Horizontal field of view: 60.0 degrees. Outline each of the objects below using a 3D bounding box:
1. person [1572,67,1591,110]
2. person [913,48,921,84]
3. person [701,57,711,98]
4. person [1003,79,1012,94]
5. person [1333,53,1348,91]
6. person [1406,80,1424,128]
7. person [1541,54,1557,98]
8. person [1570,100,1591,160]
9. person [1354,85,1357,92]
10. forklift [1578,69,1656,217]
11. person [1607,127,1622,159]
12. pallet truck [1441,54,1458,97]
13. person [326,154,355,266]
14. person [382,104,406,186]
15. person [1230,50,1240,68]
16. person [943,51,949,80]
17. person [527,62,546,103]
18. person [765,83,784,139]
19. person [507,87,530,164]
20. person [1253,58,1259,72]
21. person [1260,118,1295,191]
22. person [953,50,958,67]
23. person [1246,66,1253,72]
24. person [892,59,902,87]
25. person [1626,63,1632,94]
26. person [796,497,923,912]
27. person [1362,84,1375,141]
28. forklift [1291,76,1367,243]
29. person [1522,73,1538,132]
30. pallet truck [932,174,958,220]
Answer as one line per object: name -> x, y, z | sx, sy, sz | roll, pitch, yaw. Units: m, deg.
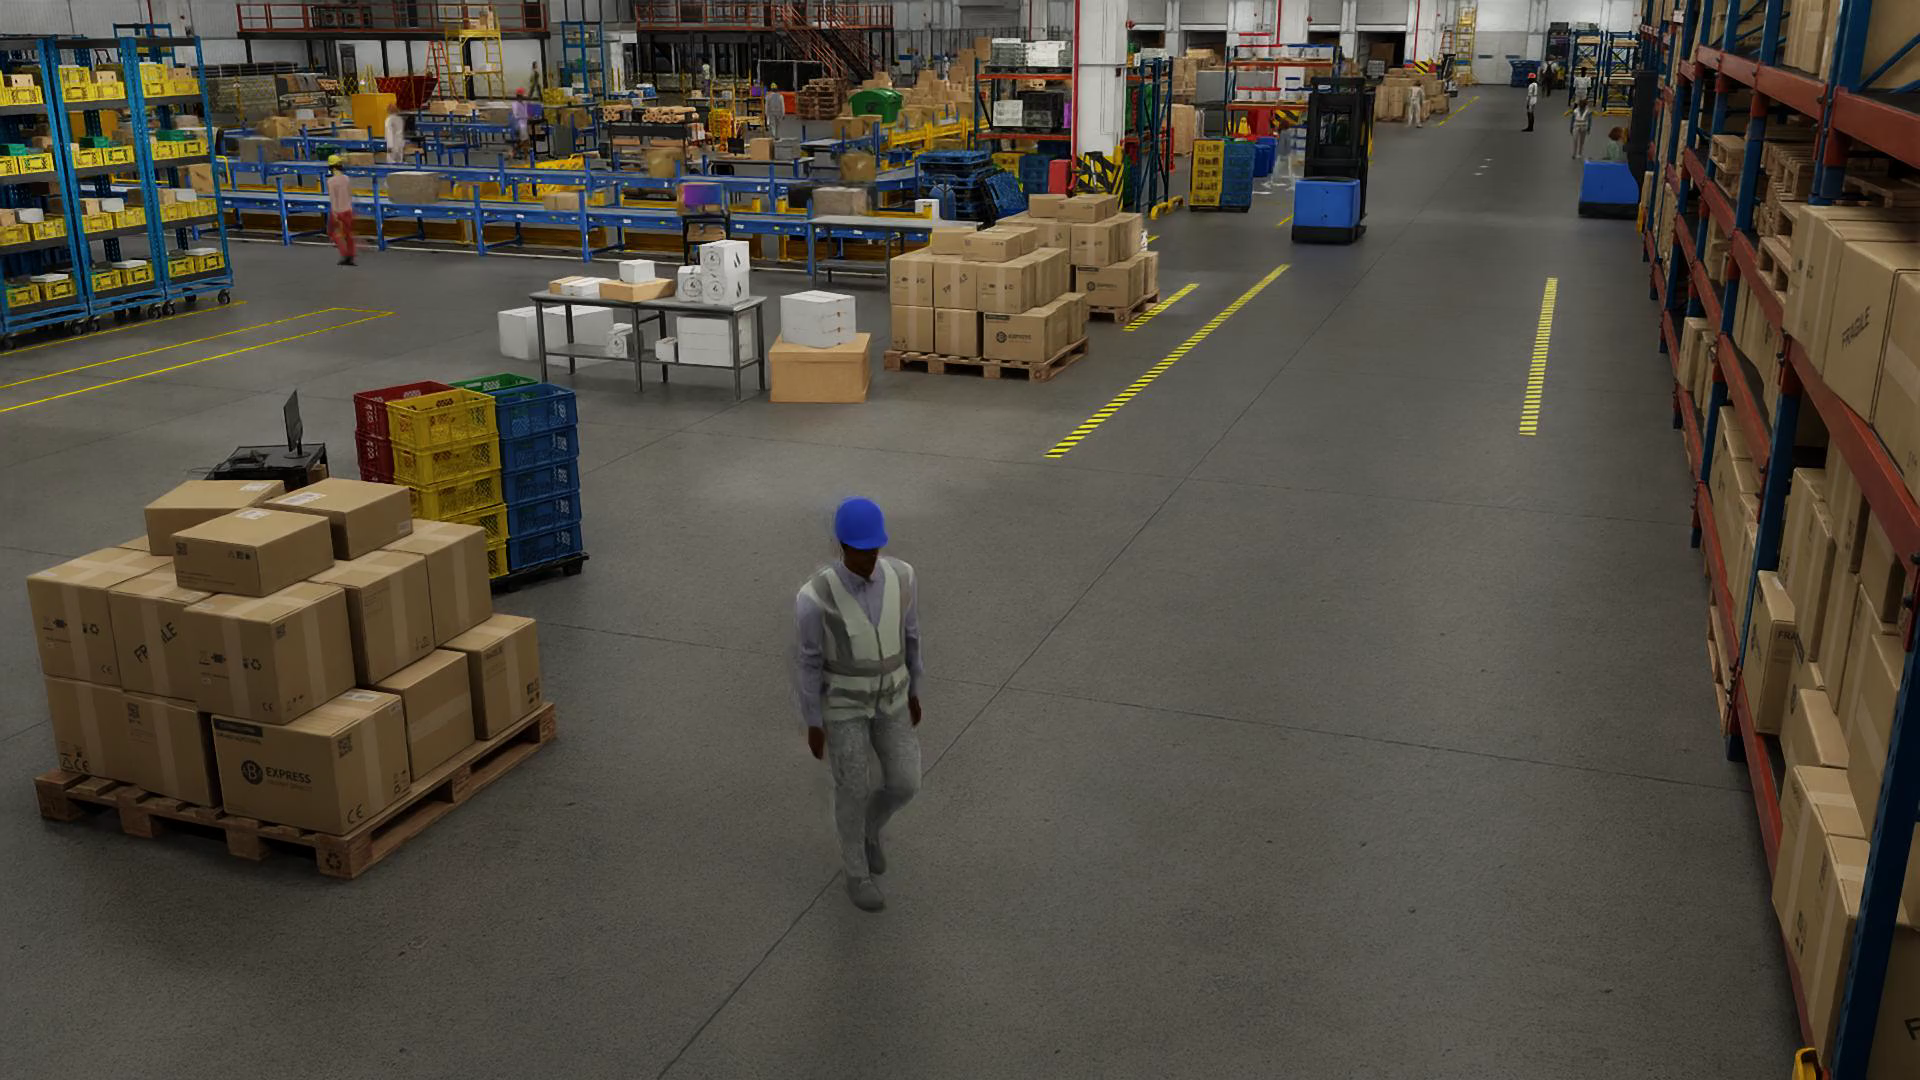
person -> 22.882, -16.427, 61.277 | 0.608, 1.960, 0.373 | 4, 18, 11
person -> -2.395, -26.185, 91.962 | 0.547, 1.938, 0.359 | 14, 22, 36
person -> -11.421, -20.691, 74.730 | 0.398, 1.920, 0.590 | 6, 19, 19
person -> 1.929, -18.047, 66.570 | 0.457, 1.829, 0.666 | -7, 19, -21
person -> 19.357, -23.809, 84.622 | 1.021, 1.871, 0.580 | 15, 23, 40
person -> 15.899, -15.191, 57.937 | 0.358, 1.619, 0.775 | -14, 23, -38
person -> 27.390, -21.593, 77.367 | 0.687, 2.000, 0.673 | 6, 19, 19
person -> 17.057, -11.286, 45.703 | 0.530, 1.596, 0.852 | 7, 19, 21
person -> 12.532, -13.612, 52.484 | 0.568, 1.916, 0.475 | -8, 19, -24
forklift -> 13.219, -7.740, 32.475 | 1.873, 2.768, 1.129 | 6, 19, 18
person -> 13.541, -7.777, 34.645 | 0.639, 1.618, 0.512 | 9, 20, 27
pallet truck -> 22.765, -21.886, 78.355 | 0.823, 1.965, 1.885 | -4, 18, -14
person -> -9.850, -5.228, 26.411 | 0.398, 1.750, 0.536 | 7, 19, 22
person -> -13.083, -9.175, 38.637 | 0.722, 1.870, 0.742 | 4, 18, 11
person -> 15.007, -25.760, 90.625 | 0.603, 1.938, 0.401 | -7, 19, -20
person -> -0.721, -24.750, 87.537 | 0.355, 1.887, 0.574 | -3, 18, -10
person -> -18.668, -20.095, 73.071 | 0.988, 1.802, 0.528 | 5, 18, 14
person -> -5.688, -13.120, 51.119 | 0.602, 1.816, 0.622 | -4, 18, -13
person -> -11.590, -10.876, 43.737 | 0.786, 2.023, 0.613 | 3, 18, 8
person -> 15.690, -24.778, 87.725 | 0.990, 1.819, 0.554 | 2, 18, 6
person -> 7.267, -8.720, 37.636 | 0.839, 1.585, 0.527 | 14, 22, 37
person -> -0.249, -24.223, 85.753 | 0.619, 1.968, 0.688 | 7, 19, 20
person -> 11.057, -17.265, 63.957 | 0.576, 1.920, 0.402 | 16, 24, 42
person -> -3.035, -22.233, 79.871 | 0.494, 1.724, 0.497 | 0, 18, -1
person -> 31.993, -22.056, 79.055 | 0.649, 1.909, 0.690 | -8, 19, -25
person -> -0.430, 0.727, 7.409 | 0.634, 1.927, 0.436 | -11, 21, -30
person -> 12.714, -13.258, 51.647 | 0.533, 1.745, 0.645 | -15, 23, -39
forklift -> 6.598, -6.755, 29.381 | 1.129, 2.768, 1.873 | 6, 19, 19
person -> 19.213, -14.743, 56.035 | 0.388, 1.929, 0.540 | 14, 22, 37
pallet truck -> -0.507, -5.292, 27.348 | 0.653, 1.274, 1.630 | 6, 19, 19
